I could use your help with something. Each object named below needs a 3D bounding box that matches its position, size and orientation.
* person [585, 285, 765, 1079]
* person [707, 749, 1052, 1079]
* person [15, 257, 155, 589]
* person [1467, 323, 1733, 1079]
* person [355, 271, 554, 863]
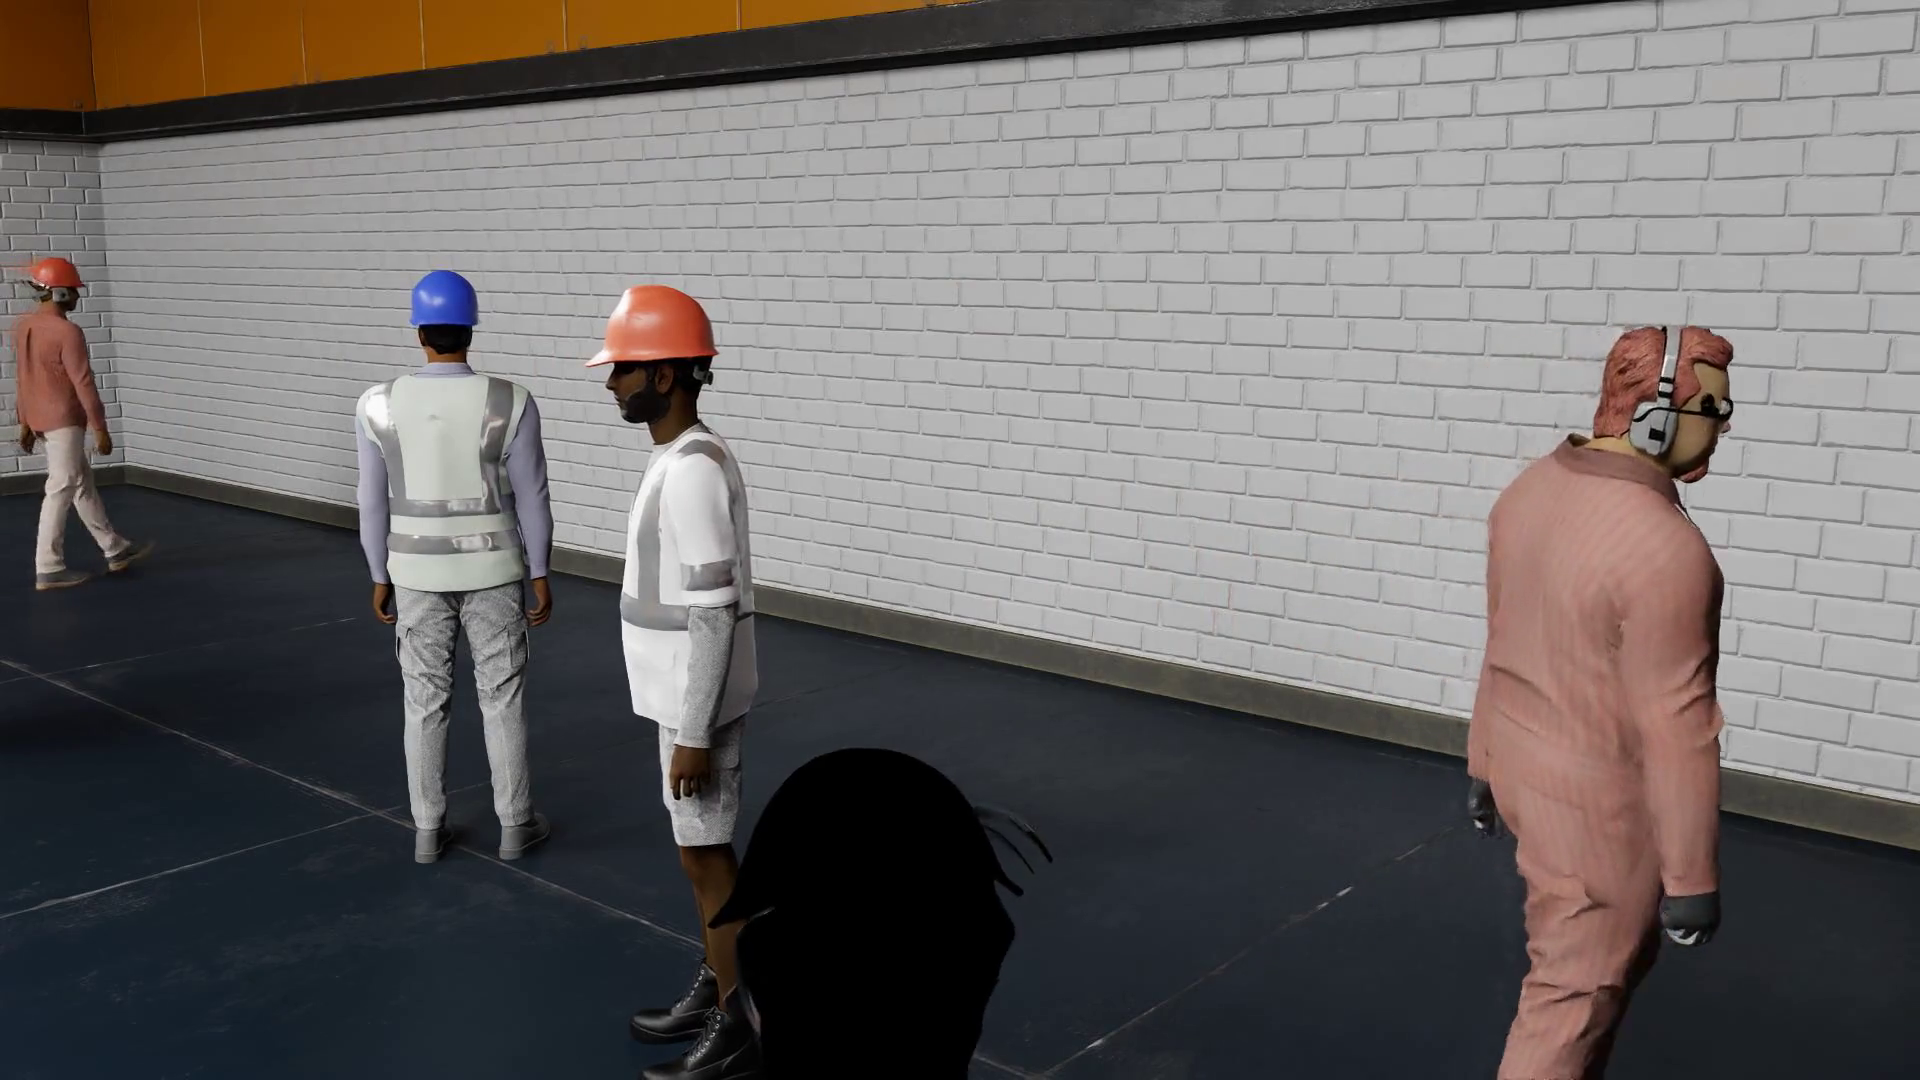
[{"bbox_3d":[-0.675,0.368,3.978,0.376,1.936,0.549,-2,10,-12],"label":"person"},{"bbox_3d":[-0.061,0.963,1.098,0.523,1.762,0.328,4,11,22],"label":"person"},{"bbox_3d":[-5.313,-0.717,10.105,0.656,1.958,0.895,7,12,35],"label":"person"},{"bbox_3d":[1.300,0.521,3.258,0.587,1.879,0.674,-1,10,-6],"label":"person"},{"bbox_3d":[-1.641,0.101,5.469,0.615,1.946,0.391,-1,10,-4],"label":"person"}]
